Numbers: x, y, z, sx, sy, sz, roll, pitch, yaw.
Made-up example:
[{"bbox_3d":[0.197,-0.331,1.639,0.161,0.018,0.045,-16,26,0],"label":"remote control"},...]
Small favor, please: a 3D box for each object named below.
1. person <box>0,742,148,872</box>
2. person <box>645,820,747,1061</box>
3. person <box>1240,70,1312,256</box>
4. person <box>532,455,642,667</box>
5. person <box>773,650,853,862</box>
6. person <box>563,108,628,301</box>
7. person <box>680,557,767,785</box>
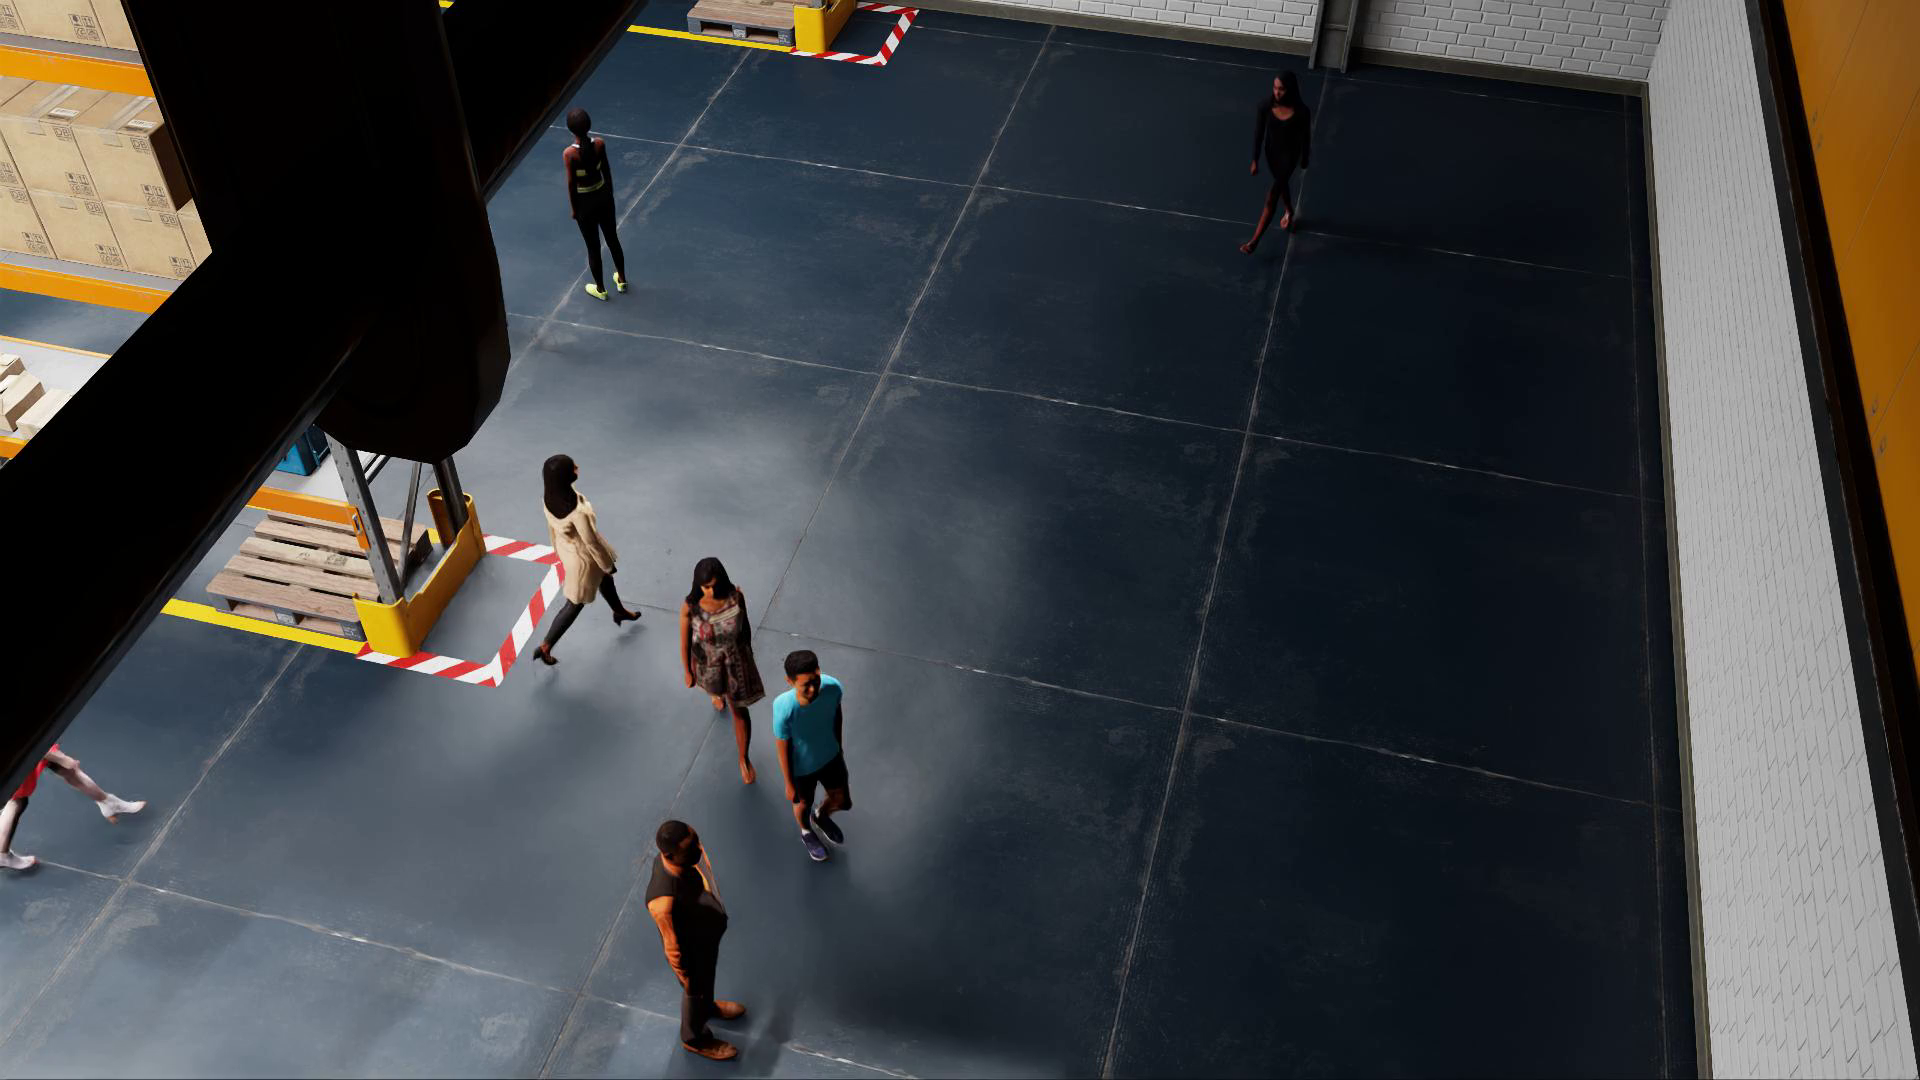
[{"bbox_3d":[-5.546,1.292,9.629,1.154,1.779,1.087,-21,48,-21],"label":"person"},{"bbox_3d":[-1.429,2.057,8.732,0.654,1.909,0.733,4,44,5],"label":"person"},{"bbox_3d":[2.862,-3.365,14.612,1.215,1.649,0.943,21,47,20],"label":"person"},{"bbox_3d":[-2.563,0.171,10.903,1.110,1.644,1.089,-25,49,-24],"label":"person"},{"bbox_3d":[-0.925,1.221,9.718,0.741,1.760,0.791,-26,49,-24],"label":"person"},{"bbox_3d":[-3.066,-2.816,13.958,0.643,1.755,0.679,-29,51,-27],"label":"person"},{"bbox_3d":[-1.518,0.678,10.400,1.158,1.604,1.088,-12,45,-13],"label":"person"}]
